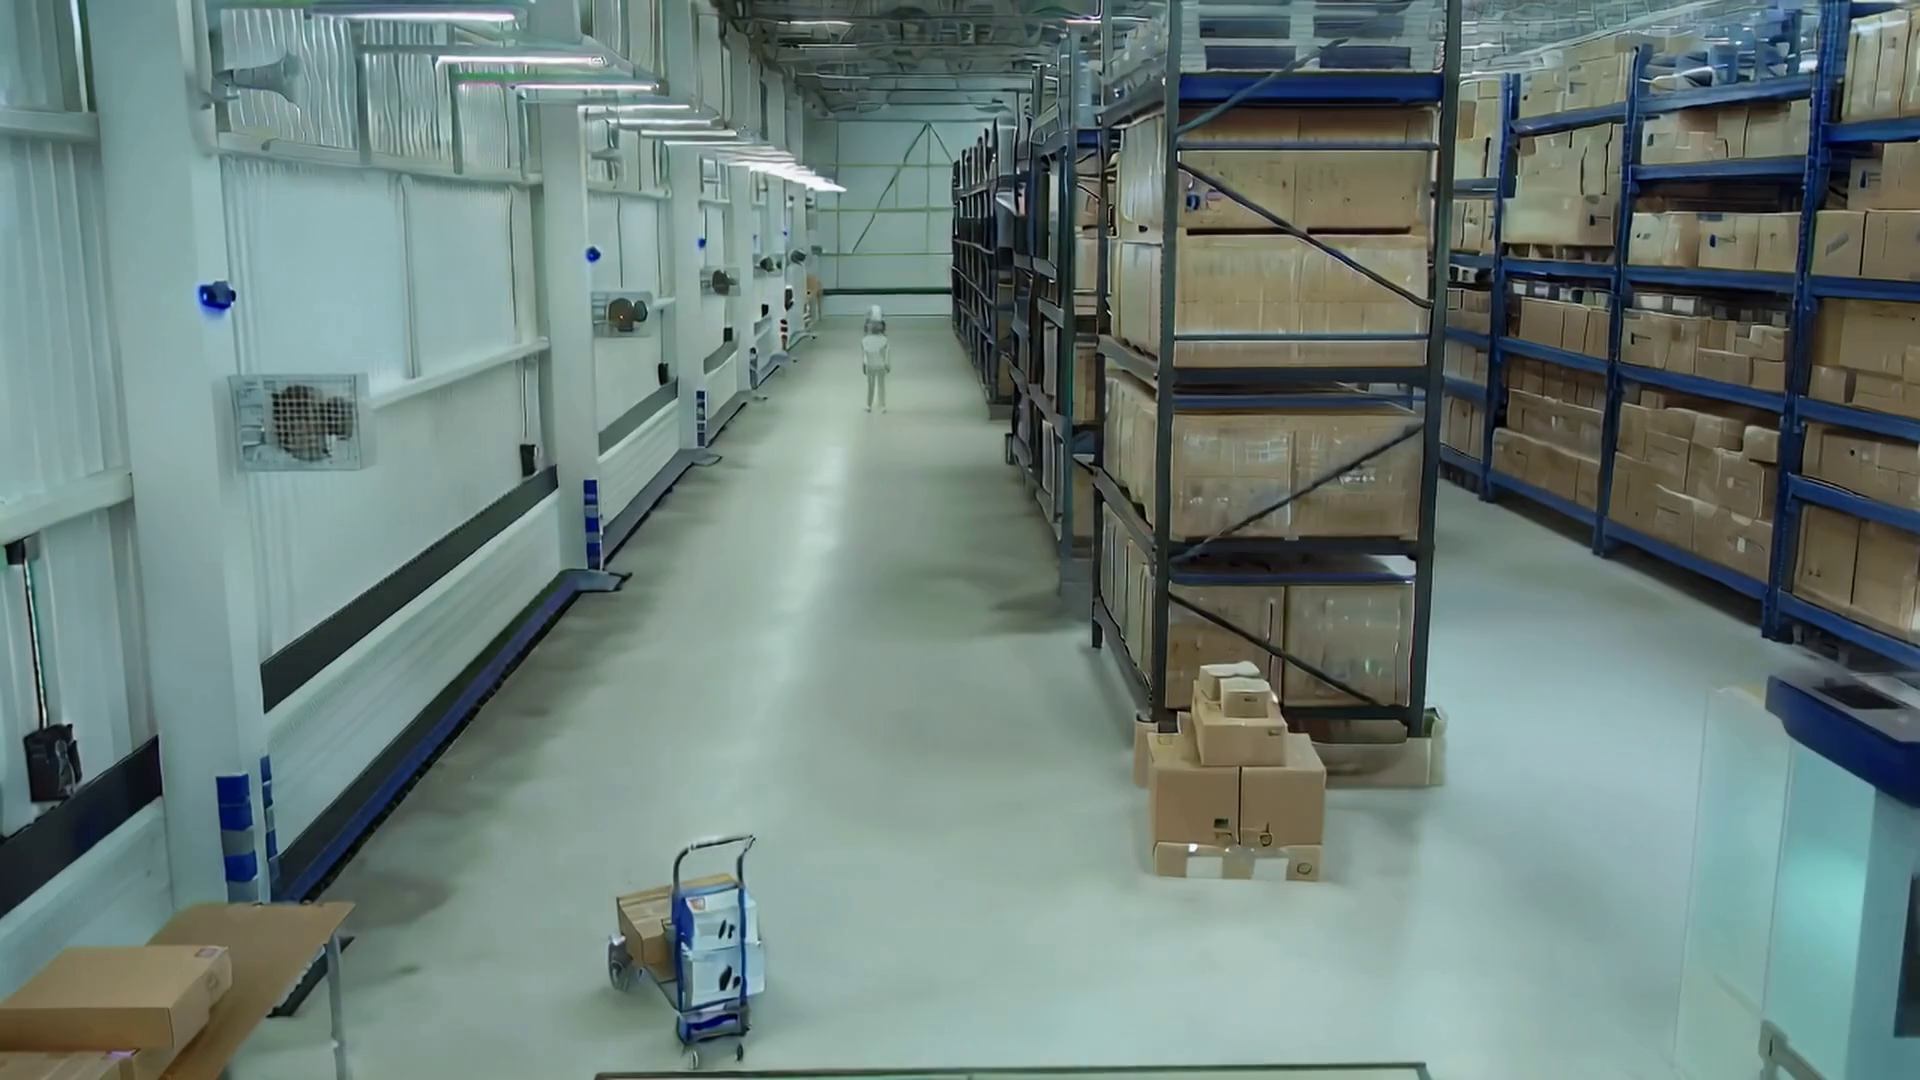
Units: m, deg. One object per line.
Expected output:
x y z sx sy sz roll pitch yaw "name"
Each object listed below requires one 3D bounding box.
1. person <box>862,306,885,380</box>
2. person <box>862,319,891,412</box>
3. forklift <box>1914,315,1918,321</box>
-2.218 -5.062 42.735 0.594 1.909 0.399 -2 11 -11 "person"
-1.790 -3.734 35.615 0.615 1.988 0.405 0 11 1 "person"
12.242 -1.596 22.154 1.129 2.768 1.873 0 11 -2 "forklift"
